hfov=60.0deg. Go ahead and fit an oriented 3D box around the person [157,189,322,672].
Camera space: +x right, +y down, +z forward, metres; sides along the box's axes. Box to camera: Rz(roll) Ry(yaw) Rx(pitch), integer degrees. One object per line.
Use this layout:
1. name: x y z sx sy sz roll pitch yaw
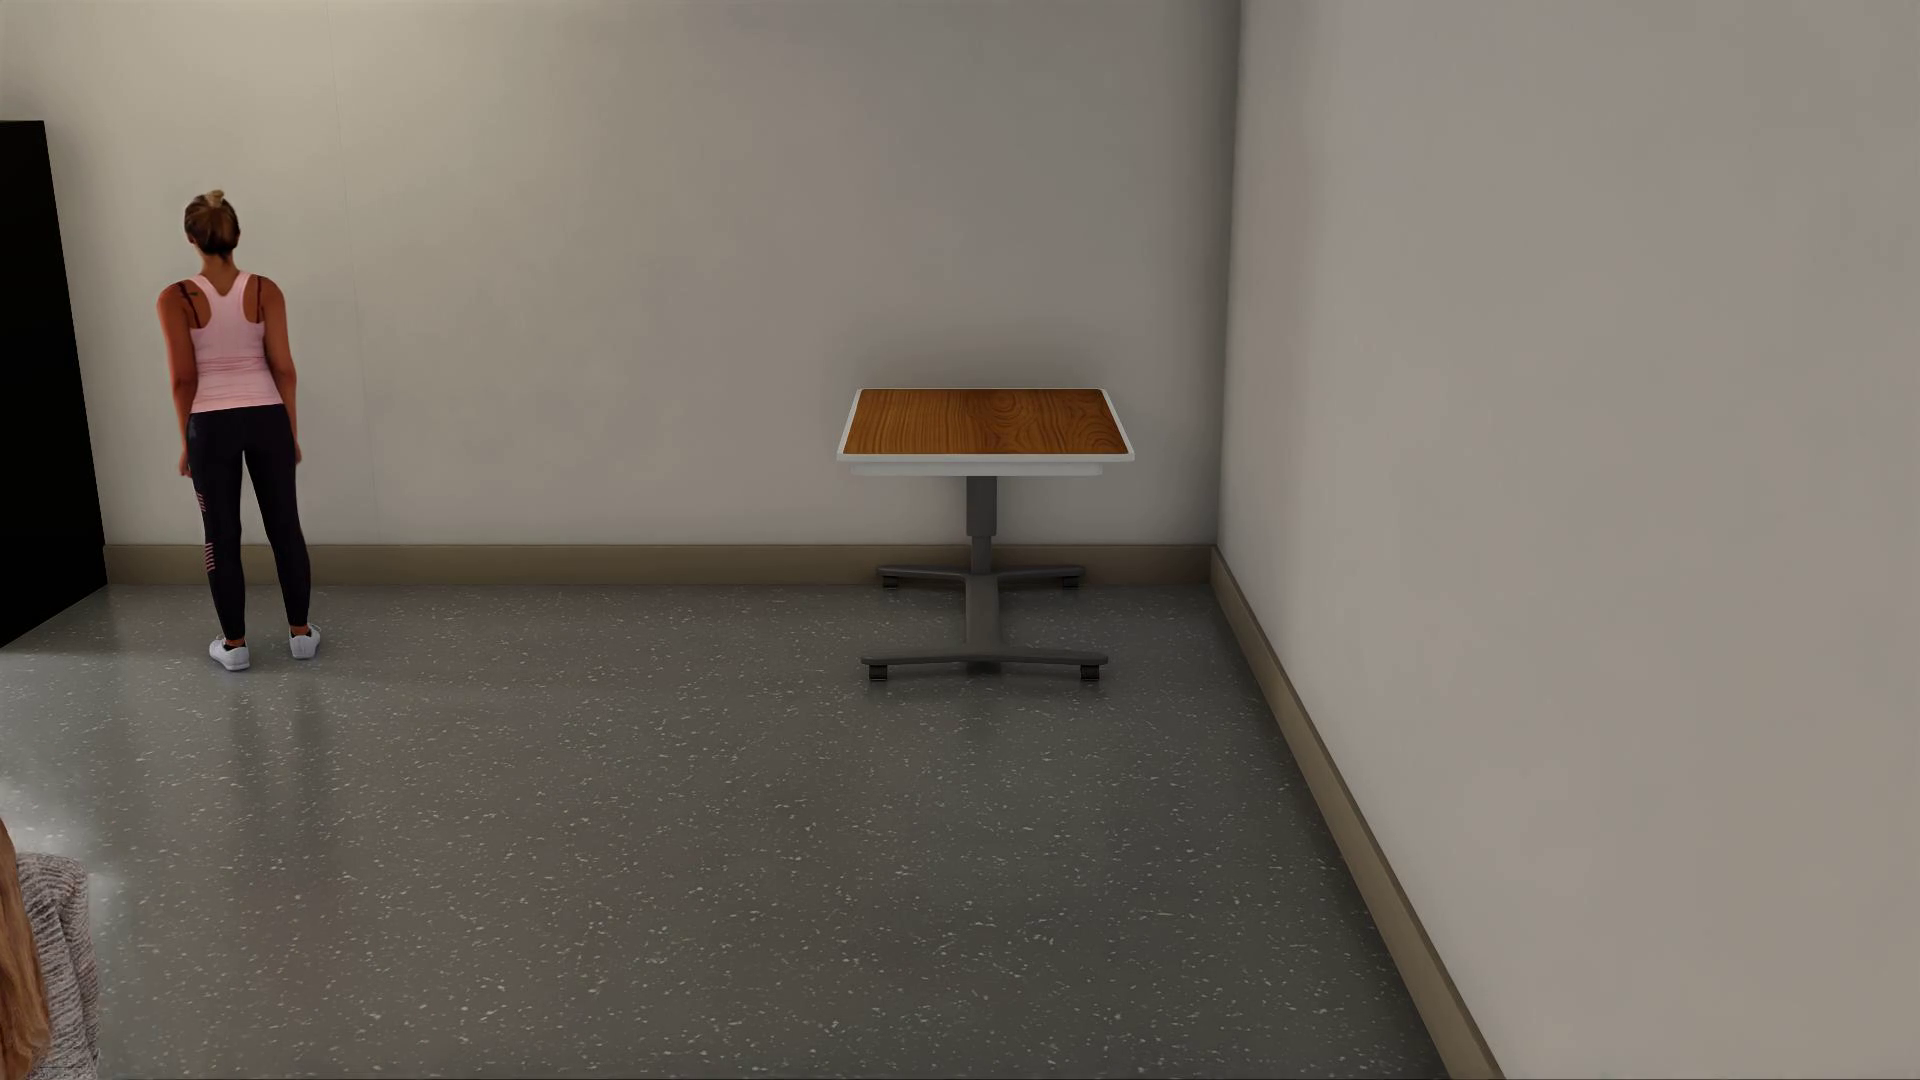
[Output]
1. person: -2.457 -0.370 5.674 0.625 1.645 0.715 -9 18 -29
